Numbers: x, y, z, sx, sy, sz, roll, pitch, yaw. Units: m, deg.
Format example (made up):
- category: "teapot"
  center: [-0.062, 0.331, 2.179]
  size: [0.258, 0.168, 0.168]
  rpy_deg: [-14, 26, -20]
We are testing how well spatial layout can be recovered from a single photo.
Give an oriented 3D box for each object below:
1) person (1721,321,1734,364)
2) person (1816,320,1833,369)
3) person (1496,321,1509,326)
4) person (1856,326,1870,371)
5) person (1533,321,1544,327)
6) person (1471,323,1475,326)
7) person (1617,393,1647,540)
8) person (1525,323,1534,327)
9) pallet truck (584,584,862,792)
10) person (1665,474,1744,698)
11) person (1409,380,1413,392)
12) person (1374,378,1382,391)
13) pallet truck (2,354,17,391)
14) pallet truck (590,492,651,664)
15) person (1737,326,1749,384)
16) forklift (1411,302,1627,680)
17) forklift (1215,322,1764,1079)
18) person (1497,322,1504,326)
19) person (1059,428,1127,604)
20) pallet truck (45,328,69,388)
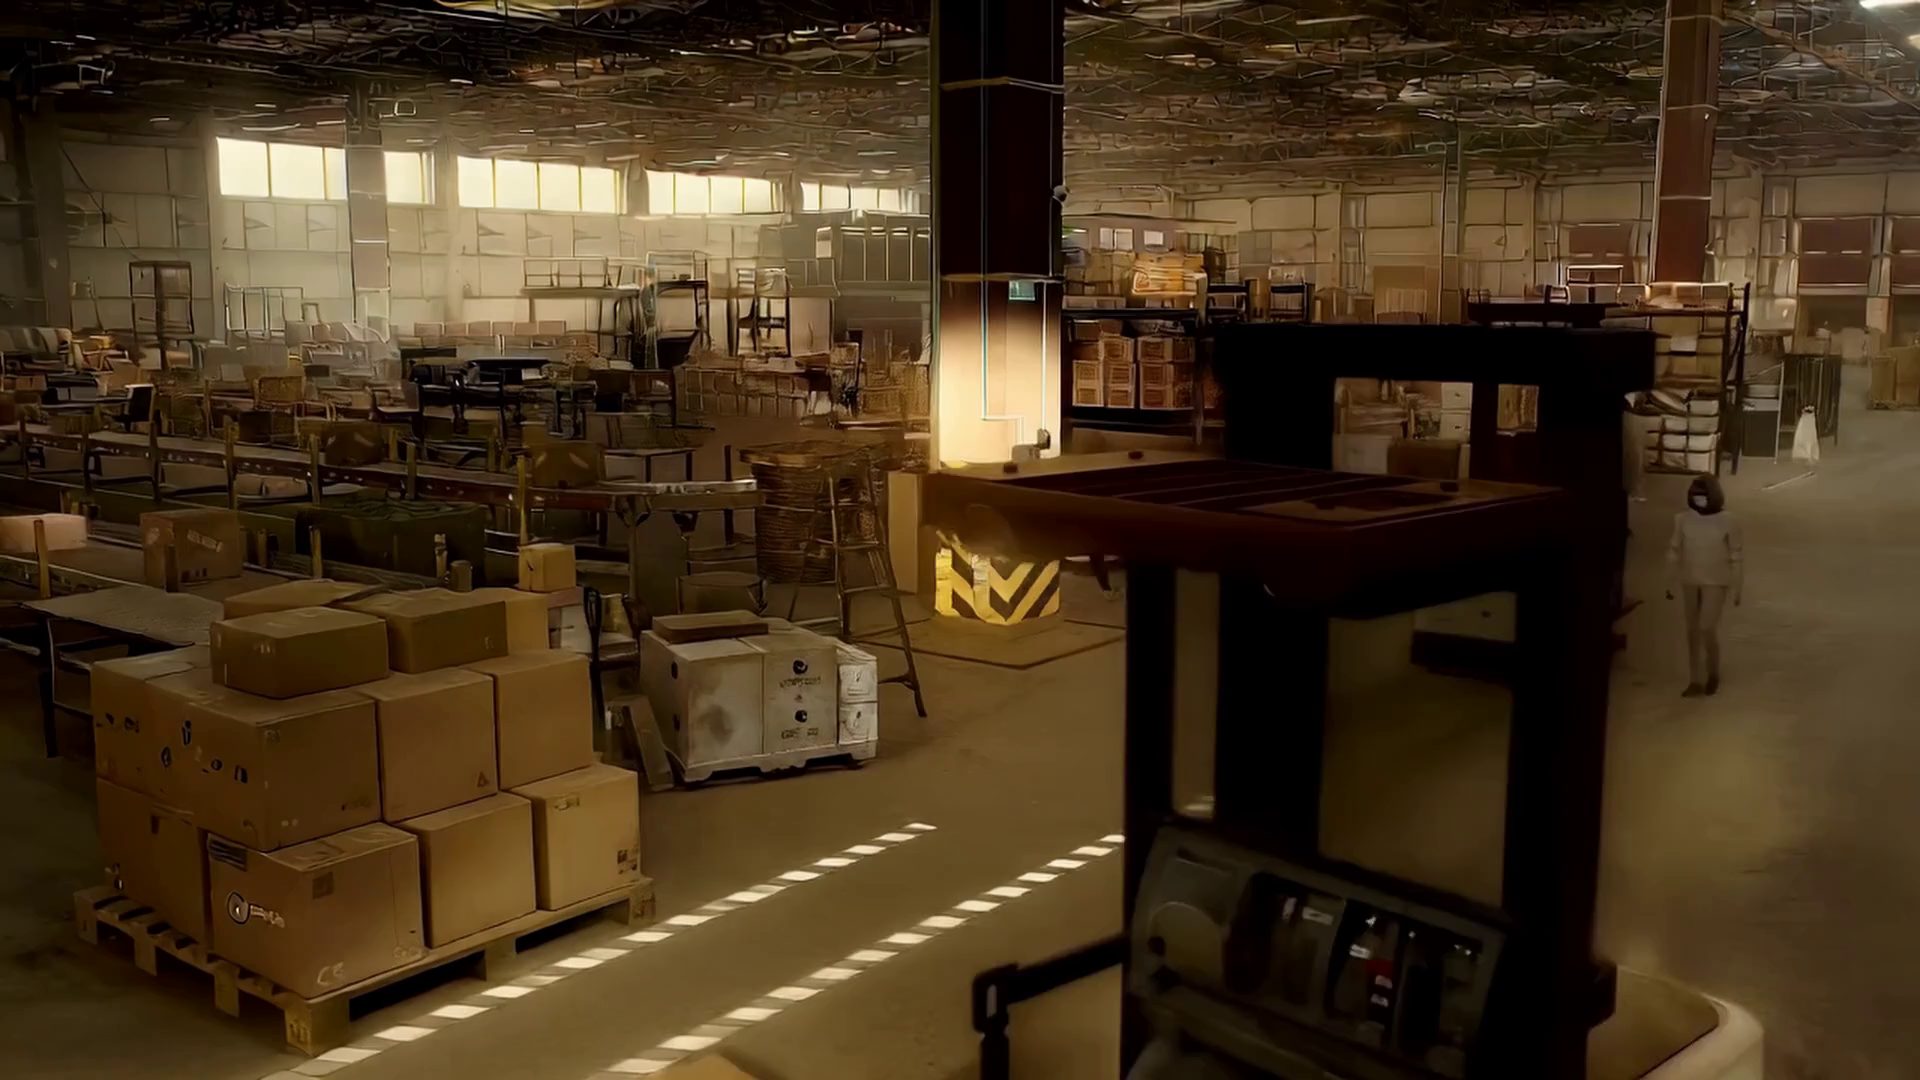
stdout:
- category: "person"
  center: [27.175, -6.807, 59.004]
  size: [0.511, 1.919, 0.655]
  rpy_deg: [0, 8, -2]
- category: "person"
  center: [33.383, -7.573, 64.272]
  size: [0.597, 1.898, 0.871]
  rpy_deg: [0, 8, 2]
- category: "person"
  center: [25.715, -9.784, 78.908]
  size: [0.616, 1.973, 0.614]
  rpy_deg: [1, 9, 9]
- category: "person"
  center: [33.904, -7.176, 62.275]
  size: [0.547, 1.683, 0.369]
  rpy_deg: [-8, 12, -44]
- category: "person"
  center: [26.640, -9.379, 76.441]
  size: [0.606, 1.893, 0.991]
  rpy_deg: [-1, 9, -8]
- category: "person"
  center: [19.107, -7.202, 62.114]
  size: [0.943, 1.791, 0.656]
  rpy_deg: [0, 8, -1]
- category: "person"
  center: [7.709, -0.876, 19.392]
  size: [0.594, 1.817, 0.431]
  rpy_deg: [6, 11, 37]
- category: "person"
  center: [16.926, -5.387, 49.143]
  size: [0.920, 2.007, 0.631]
  rpy_deg: [6, 10, 34]
- category: "pallet truck"
  center: [-1.426, 0.805, 10.019]
  size: [1.601, 1.201, 0.680]
  rpy_deg: [-4, 9, -26]
- category: "person"
  center: [5.284, 0.335, 11.842]
  size: [0.353, 1.619, 0.532]
  rpy_deg: [-7, 11, -38]
- category: "person"
  center: [10.956, -3.982, 39.942]
  size: [0.374, 1.927, 0.542]
  rpy_deg: [4, 9, 27]
- category: "person"
  center: [10.809, -4.552, 43.404]
  size: [0.536, 2.000, 0.746]
  rpy_deg: [-6, 10, -35]
- category: "pallet truck"
  center: [-24.881, -4.417, 42.634]
  size: [1.885, 1.965, 0.823]
  rpy_deg: [8, 11, 41]
- category: "pallet truck"
  center: [-3.115, 0.344, 12.883]
  size: [0.653, 1.274, 1.630]
  rpy_deg: [7, 11, 37]
- category: "person"
  center: [24.985, -5.929, 53.325]
  size: [0.577, 1.843, 0.687]
  rpy_deg: [-5, 10, -29]
- category: "forklift"
  center: [4.379, -0.438, 12.852]
  size: [1.129, 2.768, 1.873]
  rpy_deg: [7, 11, 37]
- category: "forklift"
  center: [1.039, 0.887, 3.919]
  size: [1.873, 2.768, 1.129]
  rpy_deg: [-7, 11, -41]
- category: "person"
  center: [19.767, -7.093, 61.157]
  size: [1.037, 1.871, 0.612]
  rpy_deg: [-1, 8, -4]
- category: "person"
  center: [1.148, -0.220, 15.494]
  size: [0.861, 1.644, 0.541]
  rpy_deg: [-4, 10, -27]
- category: "pallet truck"
  center: [-23.775, -4.544, 43.495]
  size: [1.885, 1.965, 0.823]
  rpy_deg: [6, 10, 35]
